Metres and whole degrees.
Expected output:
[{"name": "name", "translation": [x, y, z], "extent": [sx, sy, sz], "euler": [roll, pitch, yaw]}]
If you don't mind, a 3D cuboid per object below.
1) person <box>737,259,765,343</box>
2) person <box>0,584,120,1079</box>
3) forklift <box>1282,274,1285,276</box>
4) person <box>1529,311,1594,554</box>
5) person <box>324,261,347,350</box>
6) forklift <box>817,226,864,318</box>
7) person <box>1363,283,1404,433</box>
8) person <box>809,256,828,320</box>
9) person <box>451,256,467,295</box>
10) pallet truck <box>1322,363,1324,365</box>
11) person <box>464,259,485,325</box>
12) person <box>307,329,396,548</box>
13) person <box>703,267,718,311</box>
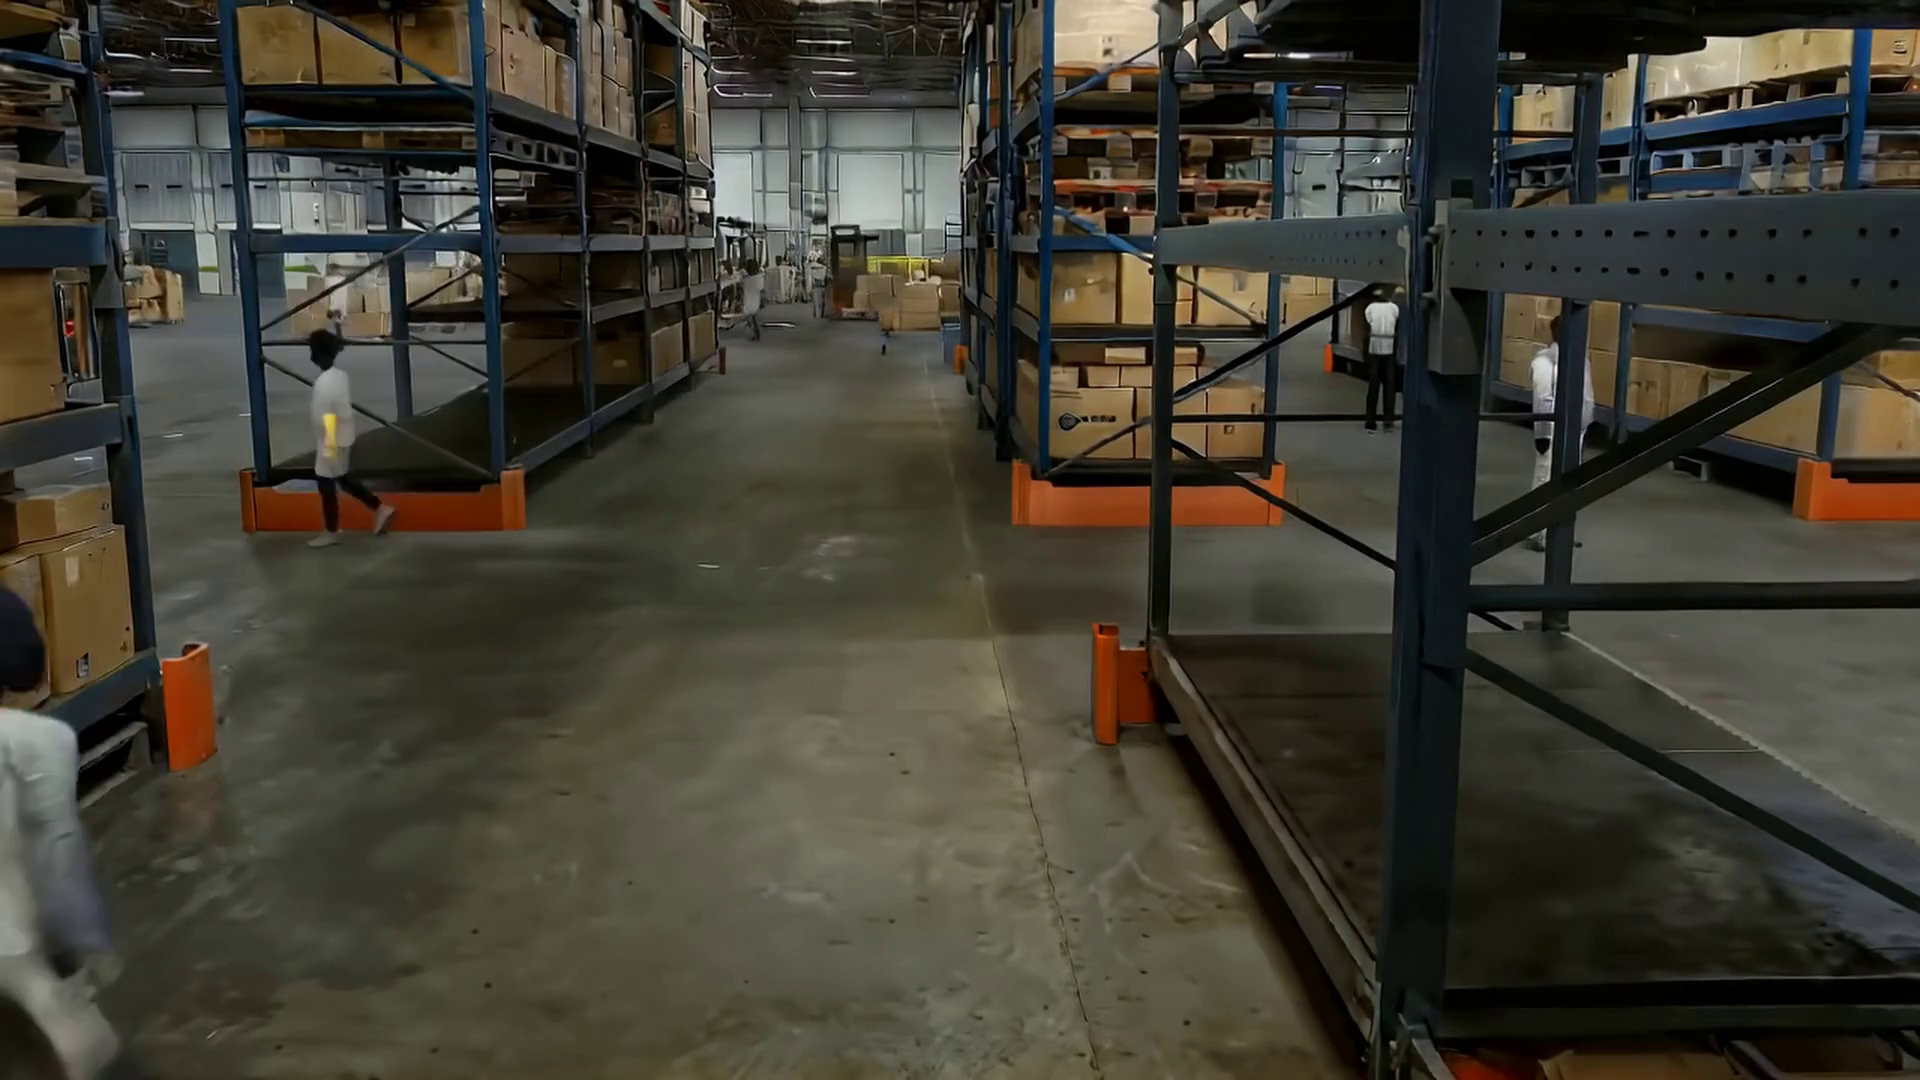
[{"name": "person", "translation": [-4.876, -5.537, 38.620], "extent": [0.613, 1.921, 0.759], "euler": [5, 11, 27]}, {"name": "person", "translation": [-2.127, 0.877, 3.757], "extent": [0.507, 1.607, 0.681], "euler": [1, 10, 4]}, {"name": "forklift", "translation": [12.182, -10.594, 64.138], "extent": [1.129, 2.768, 1.873], "euler": [0, 10, -2]}, {"name": "person", "translation": [4.541, -0.813, 12.545], "extent": [0.627, 1.844, 0.429], "euler": [-9, 13, -40]}, {"name": "person", "translation": [-13.478, -5.043, 35.886], "extent": [0.404, 1.918, 0.564], "euler": [5, 11, 27]}, {"name": "forklift", "translation": [-3.526, -8.281, 51.252], "extent": [1.129, 2.768, 1.873], "euler": [-7, 13, -36]}, {"name": "person", "translation": [5.207, -2.265, 20.420], "extent": [0.391, 1.920, 0.593], "euler": [-9, 13, -40]}, {"name": "person", "translation": [-4.230, -7.521, 49.736], "extent": [0.581, 1.911, 0.396], "euler": [-5, 11, -25]}, {"name": "person", "translation": [-15.824, -7.979, 52.314], "extent": [0.978, 1.906, 0.642], "euler": [4, 11, 21]}, {"name": "pallet truck", "translation": [7.712, -4.157, 30.737], "extent": [1.885, 1.965, 0.823], "euler": [3, 11, 16]}, {"name": "person", "translation": [-13.700, -6.972, 46.860], "extent": [0.629, 1.851, 0.327], "euler": [5, 11, 27]}, {"name": "person", "translation": [-4.727, -0.774, 12.742], "extent": [0.562, 1.684, 0.533], "euler": [-1, 10, -5]}, {"name": "person", "translation": [-8.463, -8.658, 56.359], "extent": [0.761, 1.815, 0.432], "euler": [1, 10, 4]}]
